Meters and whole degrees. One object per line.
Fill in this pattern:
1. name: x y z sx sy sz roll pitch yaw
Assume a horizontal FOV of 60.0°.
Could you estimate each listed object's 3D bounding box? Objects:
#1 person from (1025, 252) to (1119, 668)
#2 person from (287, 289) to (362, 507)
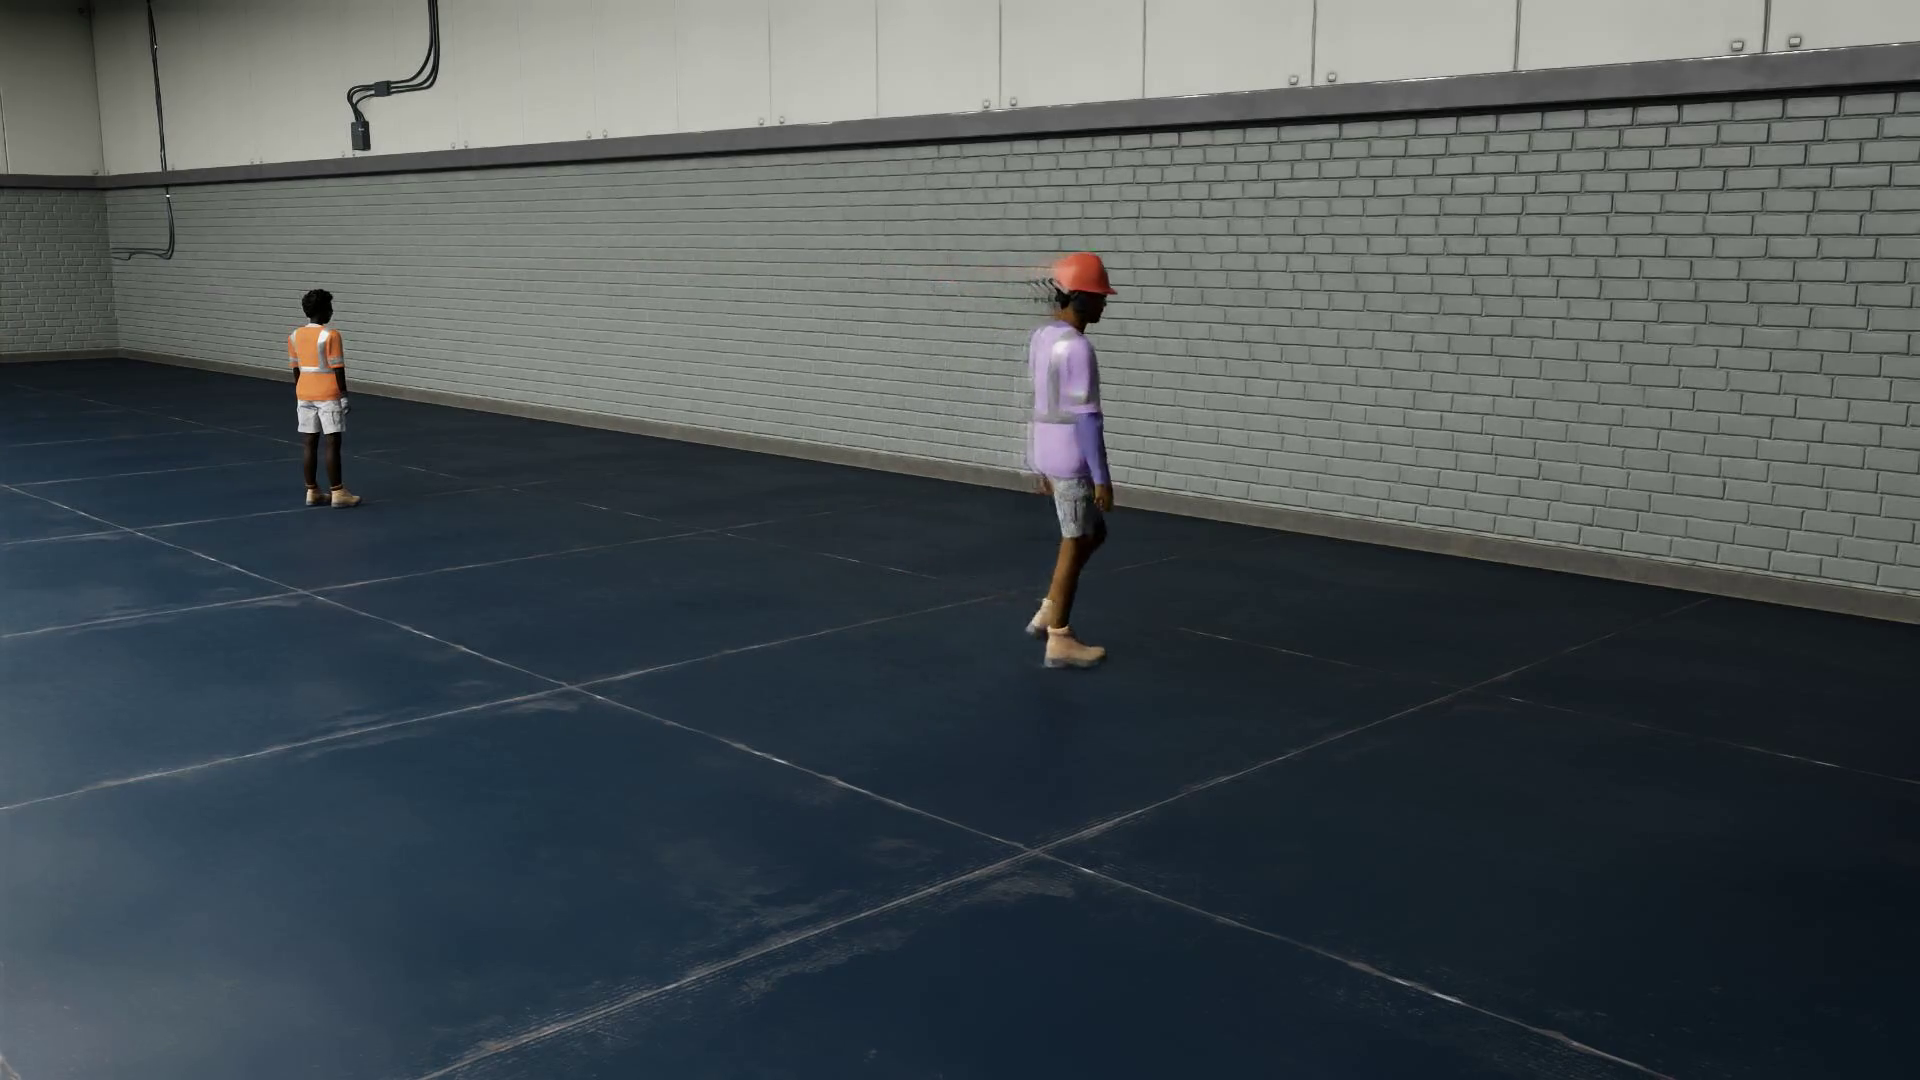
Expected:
1. person: 0.572 -0.378 8.131 0.413 2.026 0.623 -2 11 -9
2. person: -4.991 -1.109 13.018 0.529 1.694 0.321 5 12 25
